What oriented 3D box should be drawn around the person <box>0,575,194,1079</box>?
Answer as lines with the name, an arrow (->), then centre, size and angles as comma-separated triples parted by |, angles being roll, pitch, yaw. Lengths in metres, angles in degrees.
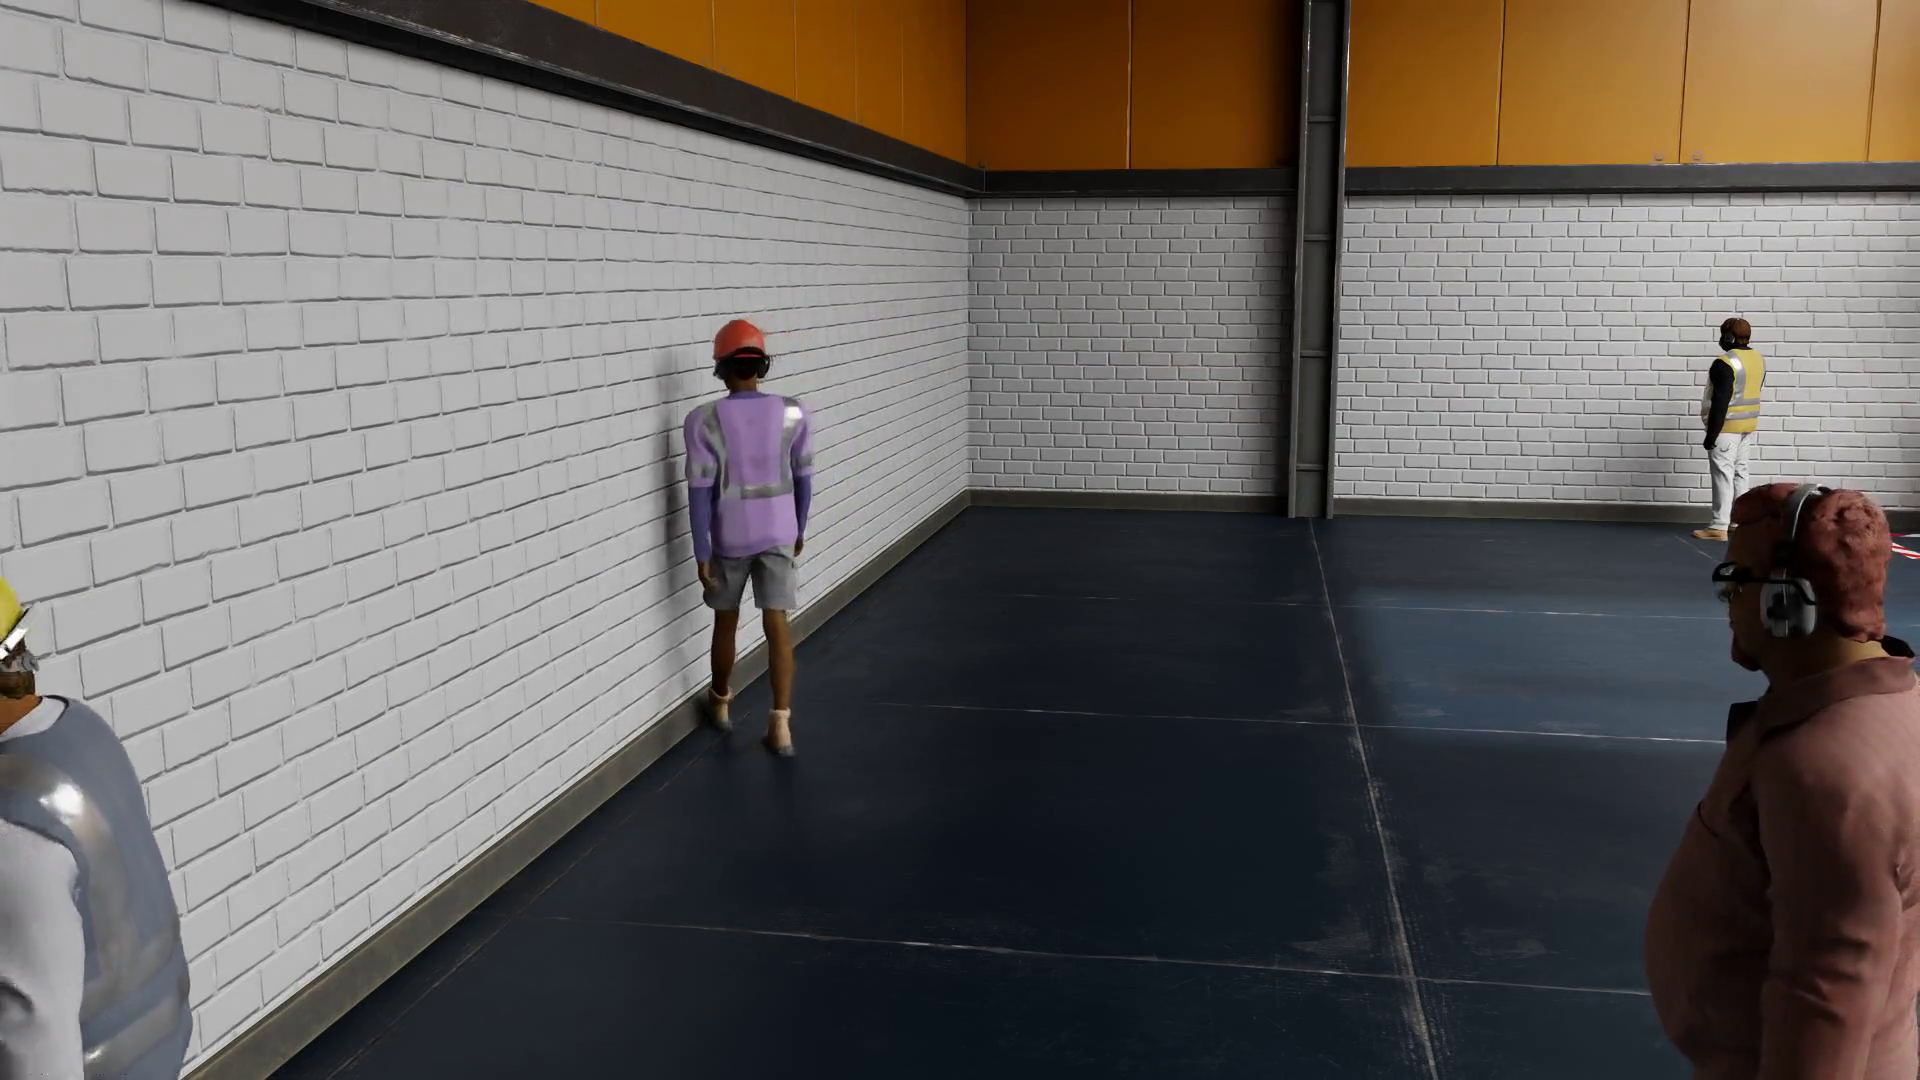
person -> -1.503, 0.901, 2.711 | 0.486, 1.794, 0.736 | -3, 10, -17

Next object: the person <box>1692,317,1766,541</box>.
person -> 6.362, -0.915, 13.778 | 0.631, 1.843, 0.429 | -7, 12, -37

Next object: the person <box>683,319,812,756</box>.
person -> -0.998, -0.031, 7.828 | 0.615, 2.002, 0.911 | -3, 10, -17

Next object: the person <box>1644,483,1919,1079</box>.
person -> 1.267, 0.857, 2.590 | 0.401, 1.904, 0.651 | 6, 11, 32
